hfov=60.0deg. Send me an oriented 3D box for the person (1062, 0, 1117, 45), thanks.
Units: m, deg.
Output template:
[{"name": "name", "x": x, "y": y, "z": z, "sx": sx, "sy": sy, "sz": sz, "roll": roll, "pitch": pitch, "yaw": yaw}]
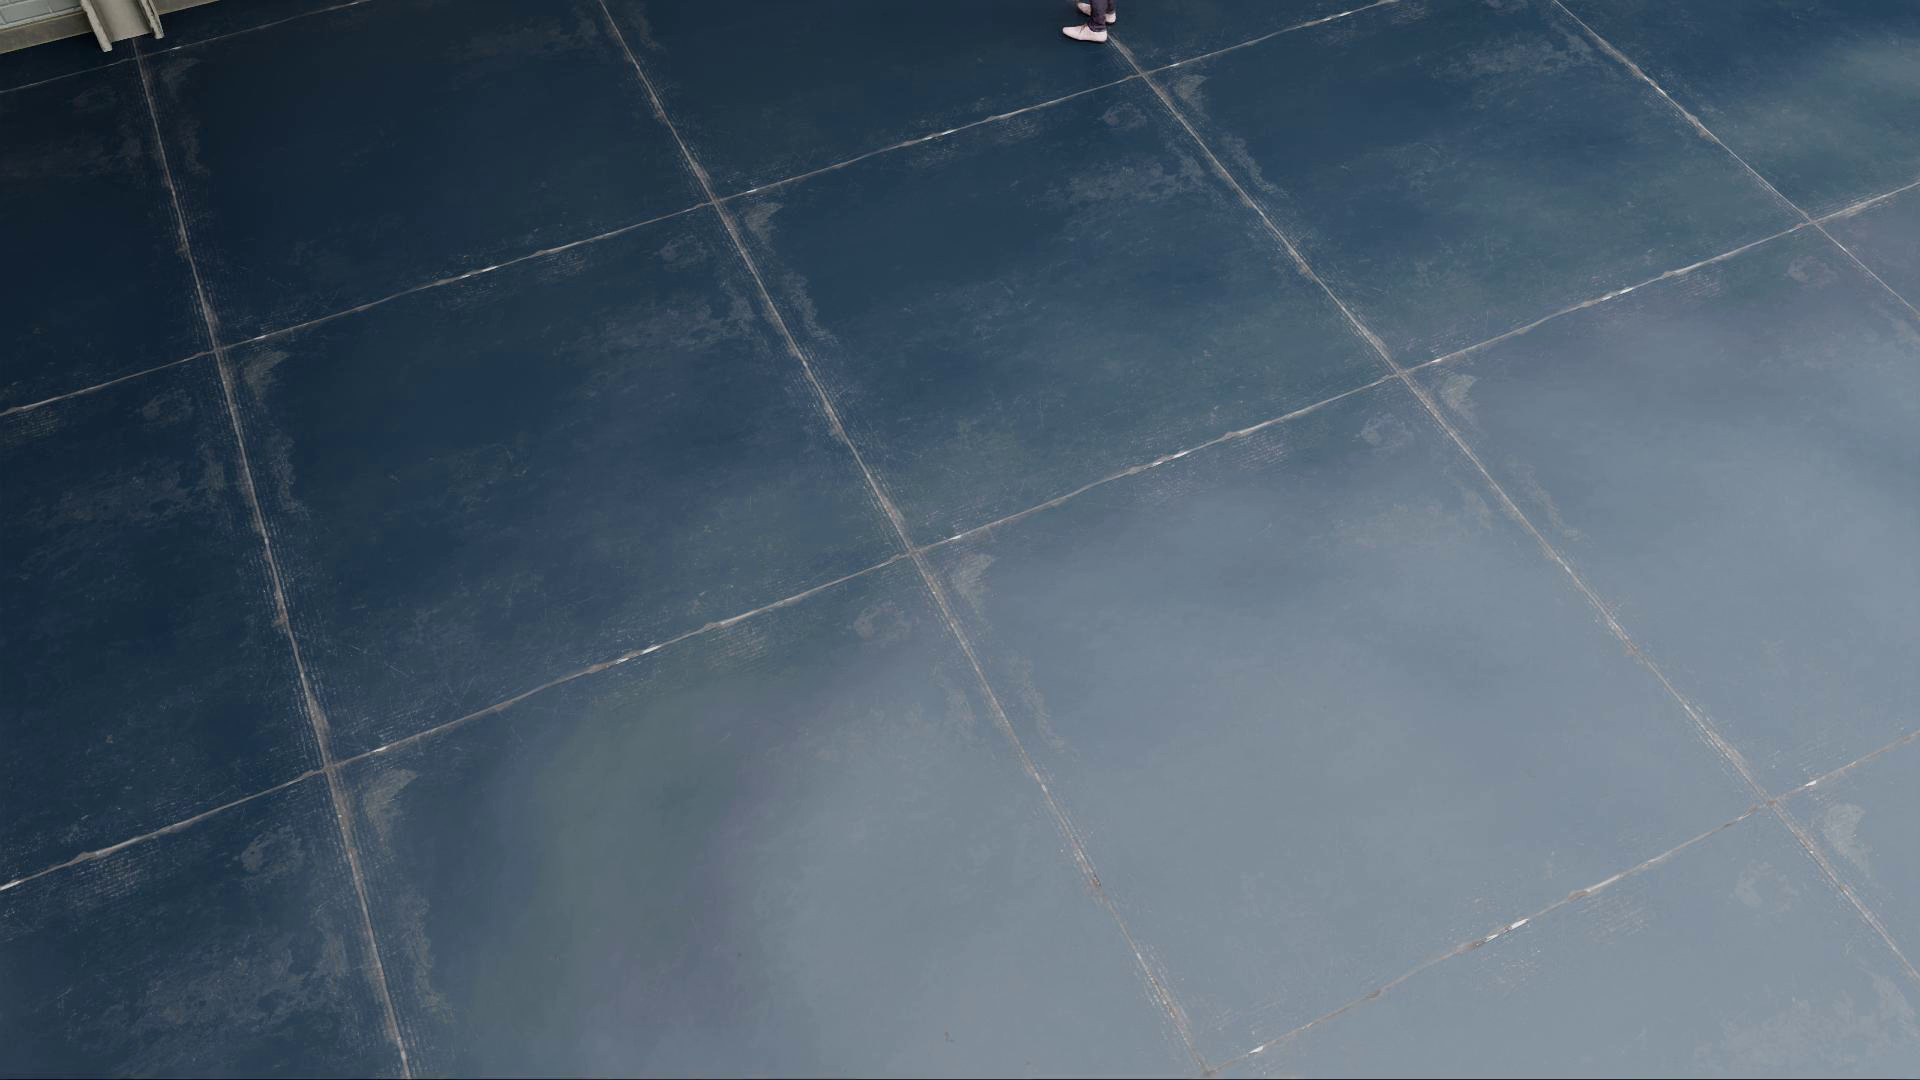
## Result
[{"name": "person", "x": 0.898, "y": -4.031, "z": 10.586, "sx": 0.834, "sy": 1.822, "sz": 0.759, "roll": 19, "pitch": 55, "yaw": 14}]
